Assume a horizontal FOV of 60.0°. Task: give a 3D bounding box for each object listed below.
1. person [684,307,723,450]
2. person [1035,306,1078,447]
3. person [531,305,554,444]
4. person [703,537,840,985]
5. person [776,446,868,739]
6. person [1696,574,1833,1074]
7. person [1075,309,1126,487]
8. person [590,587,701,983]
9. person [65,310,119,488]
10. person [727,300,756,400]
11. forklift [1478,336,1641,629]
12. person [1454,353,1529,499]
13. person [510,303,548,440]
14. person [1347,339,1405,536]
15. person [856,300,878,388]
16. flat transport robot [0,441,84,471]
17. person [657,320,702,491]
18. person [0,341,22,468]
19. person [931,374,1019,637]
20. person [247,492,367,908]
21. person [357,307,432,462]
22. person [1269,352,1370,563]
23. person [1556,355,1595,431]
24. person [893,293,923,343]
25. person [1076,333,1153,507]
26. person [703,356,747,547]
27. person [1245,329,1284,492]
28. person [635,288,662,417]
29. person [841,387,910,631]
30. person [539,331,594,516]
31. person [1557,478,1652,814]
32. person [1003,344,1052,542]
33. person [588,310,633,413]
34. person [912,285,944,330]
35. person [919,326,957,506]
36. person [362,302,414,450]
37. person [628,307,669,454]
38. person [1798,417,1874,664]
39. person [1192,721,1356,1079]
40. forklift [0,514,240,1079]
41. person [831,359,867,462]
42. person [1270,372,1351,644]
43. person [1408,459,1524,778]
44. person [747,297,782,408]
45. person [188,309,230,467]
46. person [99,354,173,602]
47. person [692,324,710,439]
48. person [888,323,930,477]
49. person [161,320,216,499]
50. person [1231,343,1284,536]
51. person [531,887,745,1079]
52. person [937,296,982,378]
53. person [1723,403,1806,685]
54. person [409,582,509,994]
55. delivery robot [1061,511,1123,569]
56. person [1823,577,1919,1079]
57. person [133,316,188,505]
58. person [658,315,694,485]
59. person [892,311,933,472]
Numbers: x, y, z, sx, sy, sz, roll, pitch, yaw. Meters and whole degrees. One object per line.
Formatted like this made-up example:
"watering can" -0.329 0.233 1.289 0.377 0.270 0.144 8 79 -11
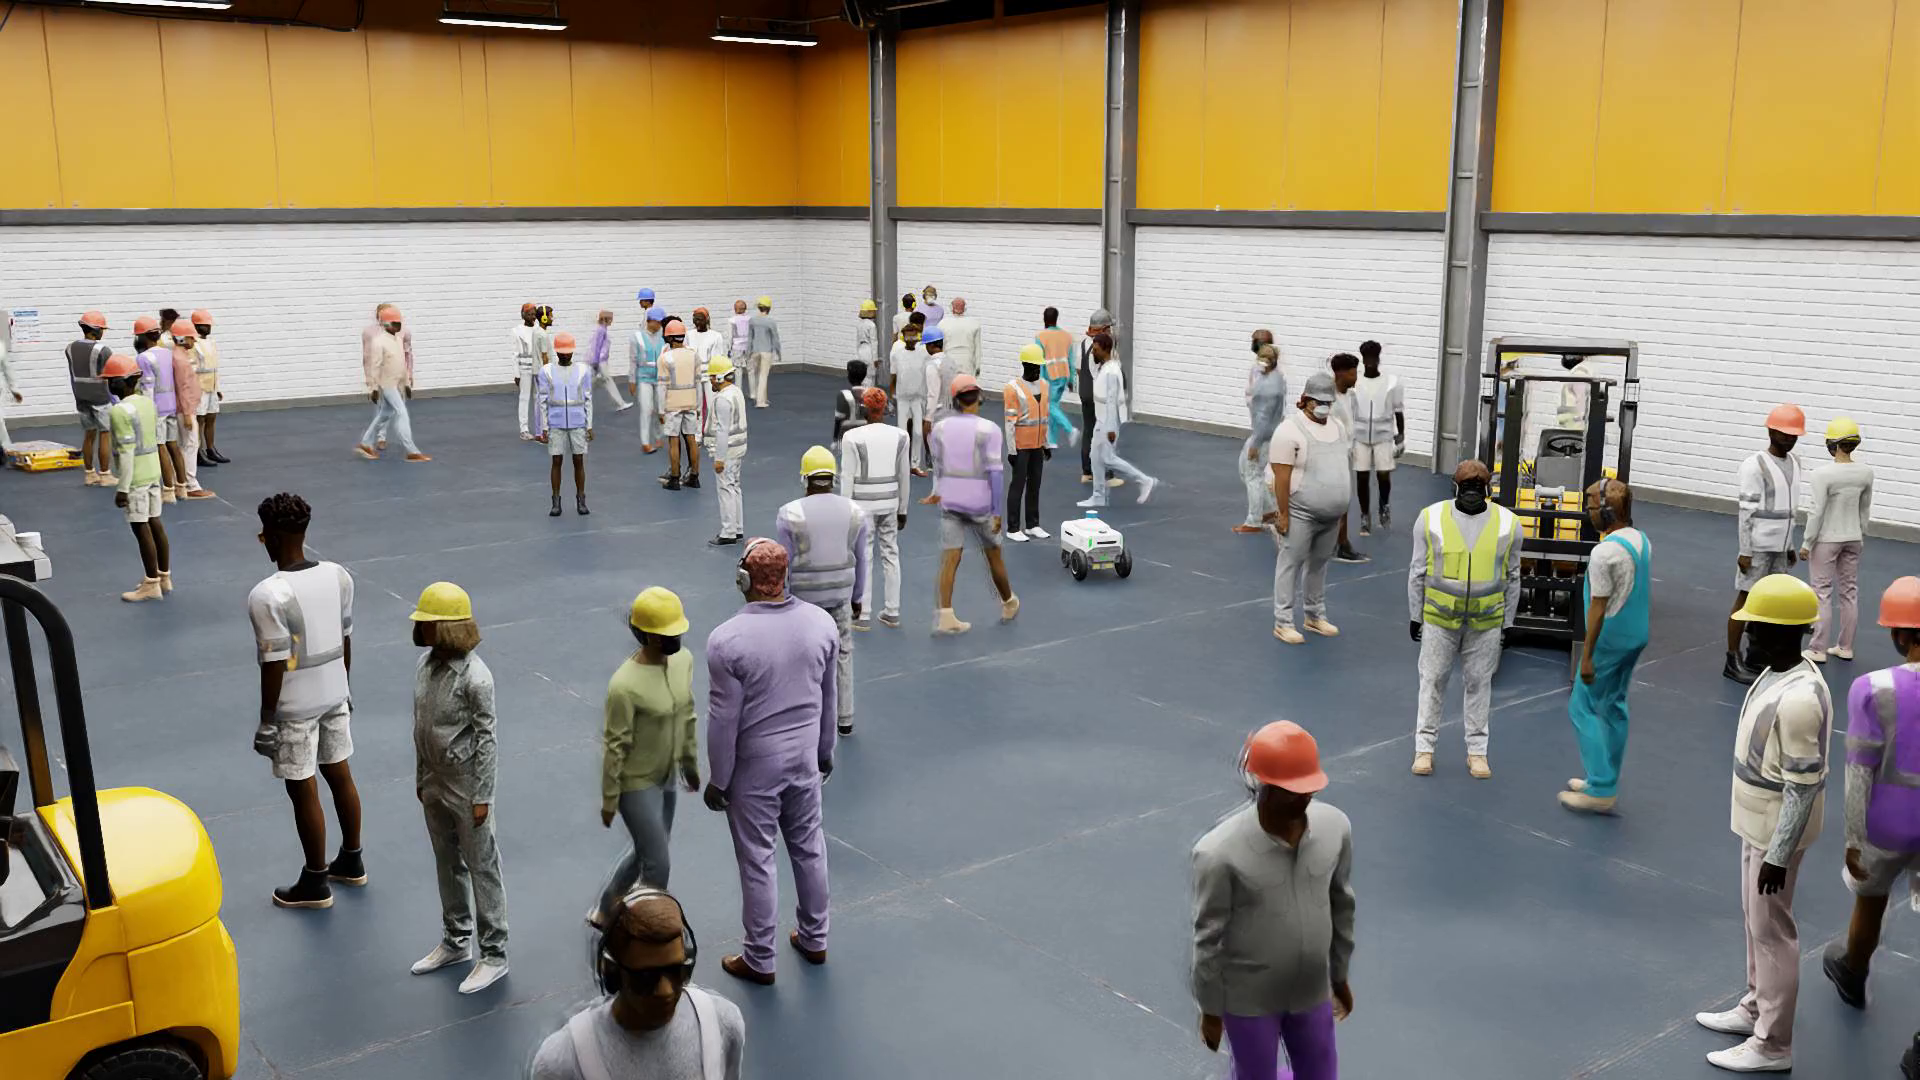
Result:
"person" -3.368 -2.110 21.837 0.578 1.879 0.352 4 12 19
"person" 1.306 -2.115 21.840 0.620 1.884 0.735 -9 15 -37
"person" -5.593 -2.220 22.400 0.326 1.862 0.510 -6 13 -27
"person" -0.817 0.929 7.077 0.652 1.906 0.402 -10 15 -40
"person" -0.850 0.335 10.159 0.596 1.822 0.403 -6 13 -26
"person" 3.062 1.074 6.323 0.375 1.925 0.595 4 12 18
"person" 1.653 -1.643 19.170 0.537 2.000 0.683 -6 13 -28
"person" -1.397 1.007 7.141 0.676 1.727 0.565 5 13 22
"person" -9.870 -1.604 19.029 0.617 2.027 0.409 4 12 18
"person" -3.559 -3.095 27.168 0.515 1.636 0.314 -5 13 -23
"forklift" 4.683 -0.471 13.136 1.214 2.155 2.313 4 12 20
"person" 5.762 -1.177 17.551 0.583 1.794 0.945 -9 15 -38
"person" -5.880 -2.312 22.814 0.351 1.878 0.568 11 16 42
"person" 4.033 -0.996 16.291 0.640 1.939 0.496 4 12 18
"person" -1.396 -2.794 25.454 0.297 1.744 0.487 -9 15 -37
"flat transport robot" -11.492 -1.062 20.659 1.431 0.197 0.652 10 15 39
"person" -3.194 -1.526 18.889 0.544 1.929 0.387 -9 15 -38
"person" -11.805 -1.808 20.372 0.888 1.866 0.602 1 12 6
"person" 0.082 -0.279 12.769 0.625 1.965 0.920 6 13 26
"person" -3.077 0.748 7.804 0.362 1.963 0.613 4 12 18
"person" -7.214 -1.958 20.937 1.013 1.951 0.620 1 12 6
"person" 3.313 -0.767 15.204 0.883 1.936 0.603 4 12 19
"person" 6.477 -1.169 17.464 0.749 1.799 0.646 6 13 27
"person" -0.757 -2.790 25.124 0.508 1.872 0.329 4 12 18
"person" 1.656 -1.262 17.719 0.723 1.893 0.592 -1 12 -7
"person" -2.235 -0.845 15.863 0.403 1.819 0.600 1 12 4
"person" 3.439 -1.459 18.856 0.476 1.822 0.670 4 12 20
"person" -4.687 -2.836 25.159 0.395 1.944 0.614 -2 12 -8
"person" -0.657 -0.238 12.792 0.565 1.880 0.359 -6 13 -28
"person" -4.096 -1.211 17.348 0.543 1.932 0.370 -3 12 -15
"person" 3.504 0.569 9.011 0.530 1.831 0.405 -9 15 -38
"person" 0.672 -0.940 16.087 0.393 1.919 0.581 11 16 43
"person" -5.517 -2.732 25.549 0.885 1.566 0.508 -4 12 -19
"person" -0.495 -3.021 26.082 0.635 1.933 0.351 -10 15 -40
"person" -0.246 -1.335 17.934 0.403 1.937 0.604 4 12 20
"person" -7.520 -2.160 21.911 0.635 1.939 0.361 -6 13 -25
"person" -4.031 -2.082 21.711 0.642 1.900 0.680 -9 14 -36
"person" 6.229 0.005 11.879 0.533 1.767 0.326 -3 12 -16
"person" 0.979 1.384 5.276 0.582 1.739 0.490 -5 13 -23
"forklift" -3.687 1.115 5.480 2.313 2.155 1.214 -9 15 -36
"person" -1.020 -1.012 17.014 0.734 1.672 0.533 10 16 41
"person" 2.665 -0.251 12.450 0.684 2.000 0.535 -8 14 -33
"person" 2.886 0.451 9.544 0.627 1.844 0.429 2 12 11
"person" -3.050 -2.965 26.258 0.541 1.737 0.666 6 13 27
"person" -9.324 -1.884 20.584 0.373 1.939 0.545 2 12 11
"person" -6.790 -0.505 13.670 0.397 2.043 0.609 0 12 -2
"person" -3.561 -2.211 22.909 0.271 1.630 0.505 4 12 18
"person" -0.576 -1.640 19.644 0.552 1.854 0.349 -3 12 -15
"person" -8.564 -1.423 18.268 0.554 1.981 0.644 -5 13 -23
"person" 2.929 -0.982 16.294 0.438 1.908 0.663 2 12 12
"person" -0.748 1.638 3.887 0.512 1.820 0.807 -6 13 -28
"person" -0.019 -2.500 23.640 0.651 1.907 0.403 -1 12 -7
"person" 5.540 0.026 11.368 0.548 1.934 0.374 -6 13 -28
"person" -2.131 1.028 6.991 0.487 1.746 0.289 9 15 36
"delivery robot" 1.160 -0.015 14.688 0.477 0.478 0.707 -4 12 -17
"person" 3.678 1.073 6.430 0.570 1.877 0.979 3 12 16
"person" -8.676 -1.393 17.963 0.393 2.040 0.611 1 12 6
"person" -3.268 -1.619 19.239 0.610 1.963 0.365 10 16 41
"person" -0.523 -1.795 20.110 0.609 1.957 0.376 0 12 -1
